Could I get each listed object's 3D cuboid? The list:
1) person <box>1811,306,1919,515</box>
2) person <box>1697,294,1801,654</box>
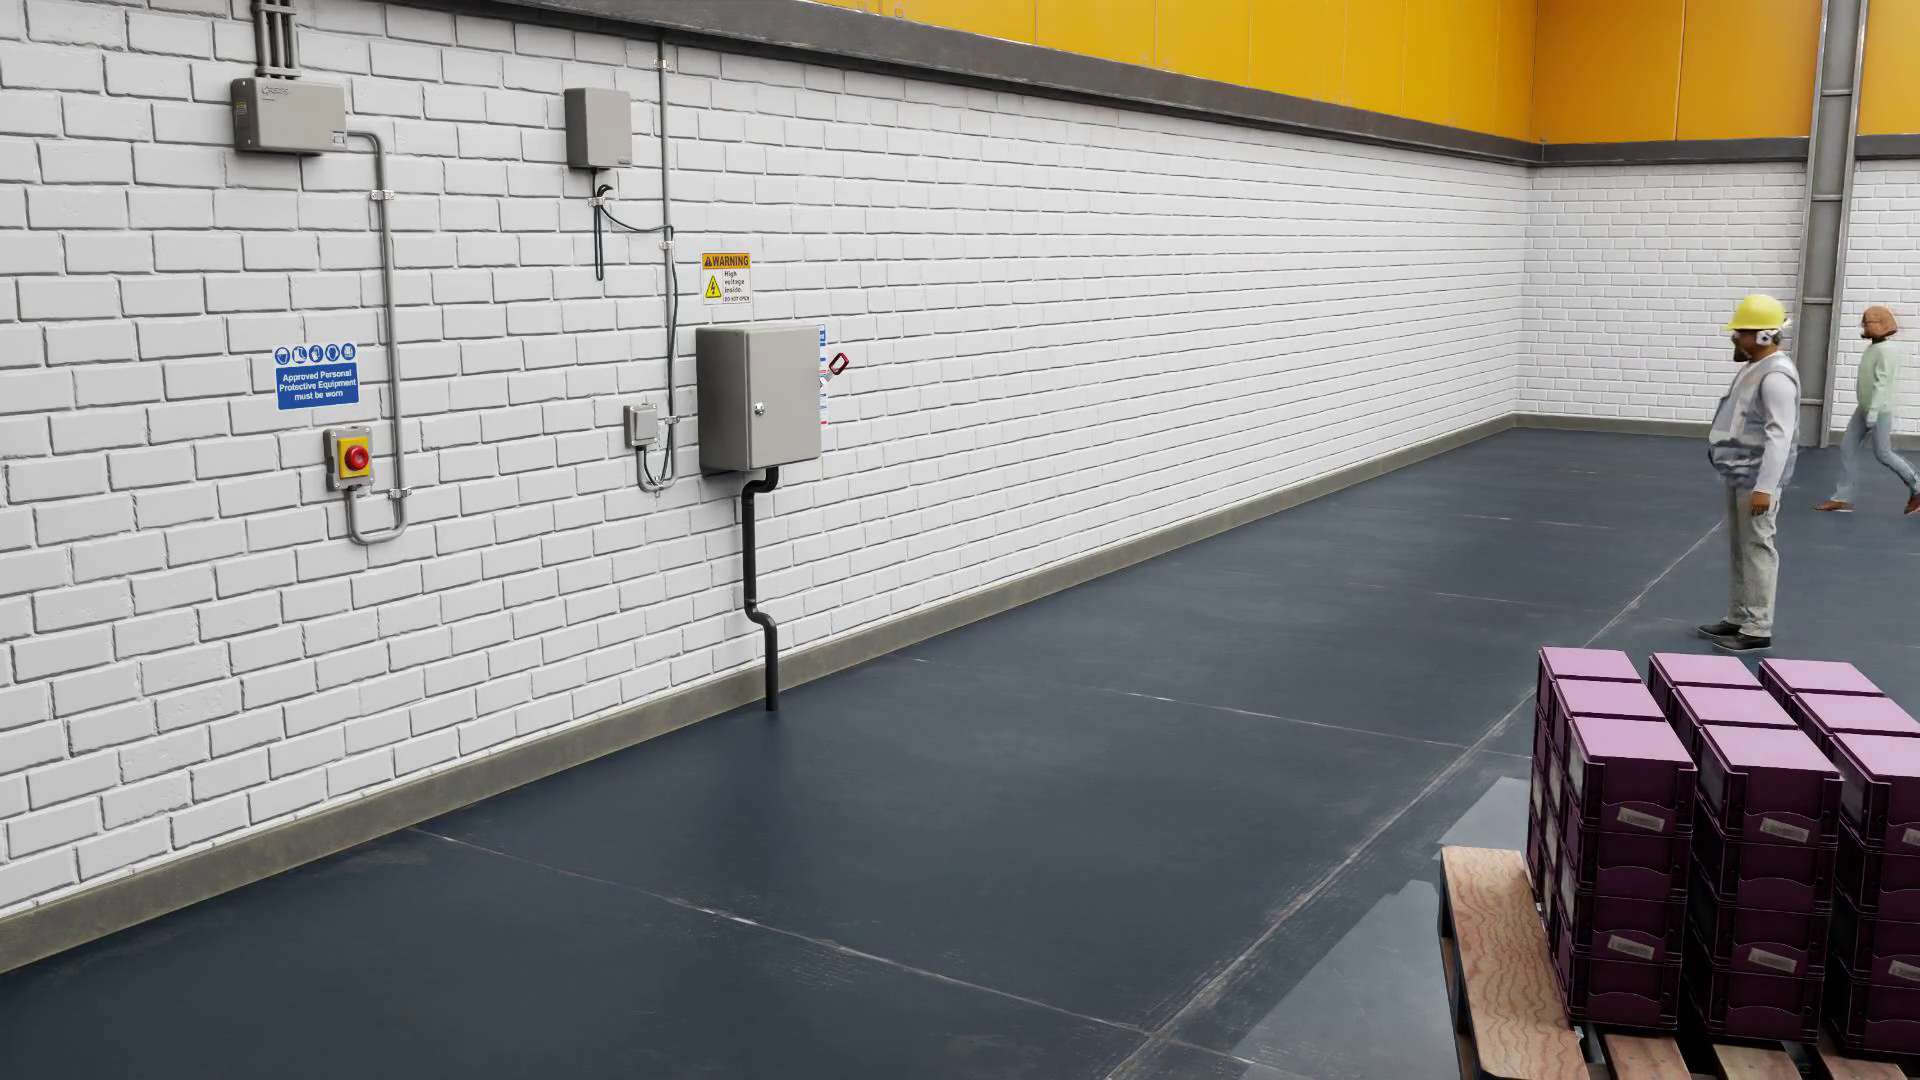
[{"bbox_3d":[7.063,-0.986,12.740,0.769,1.608,0.501,1,10,8],"label":"person"},{"bbox_3d":[4.034,-0.333,8.497,0.404,1.827,0.600,2,10,13],"label":"person"}]
